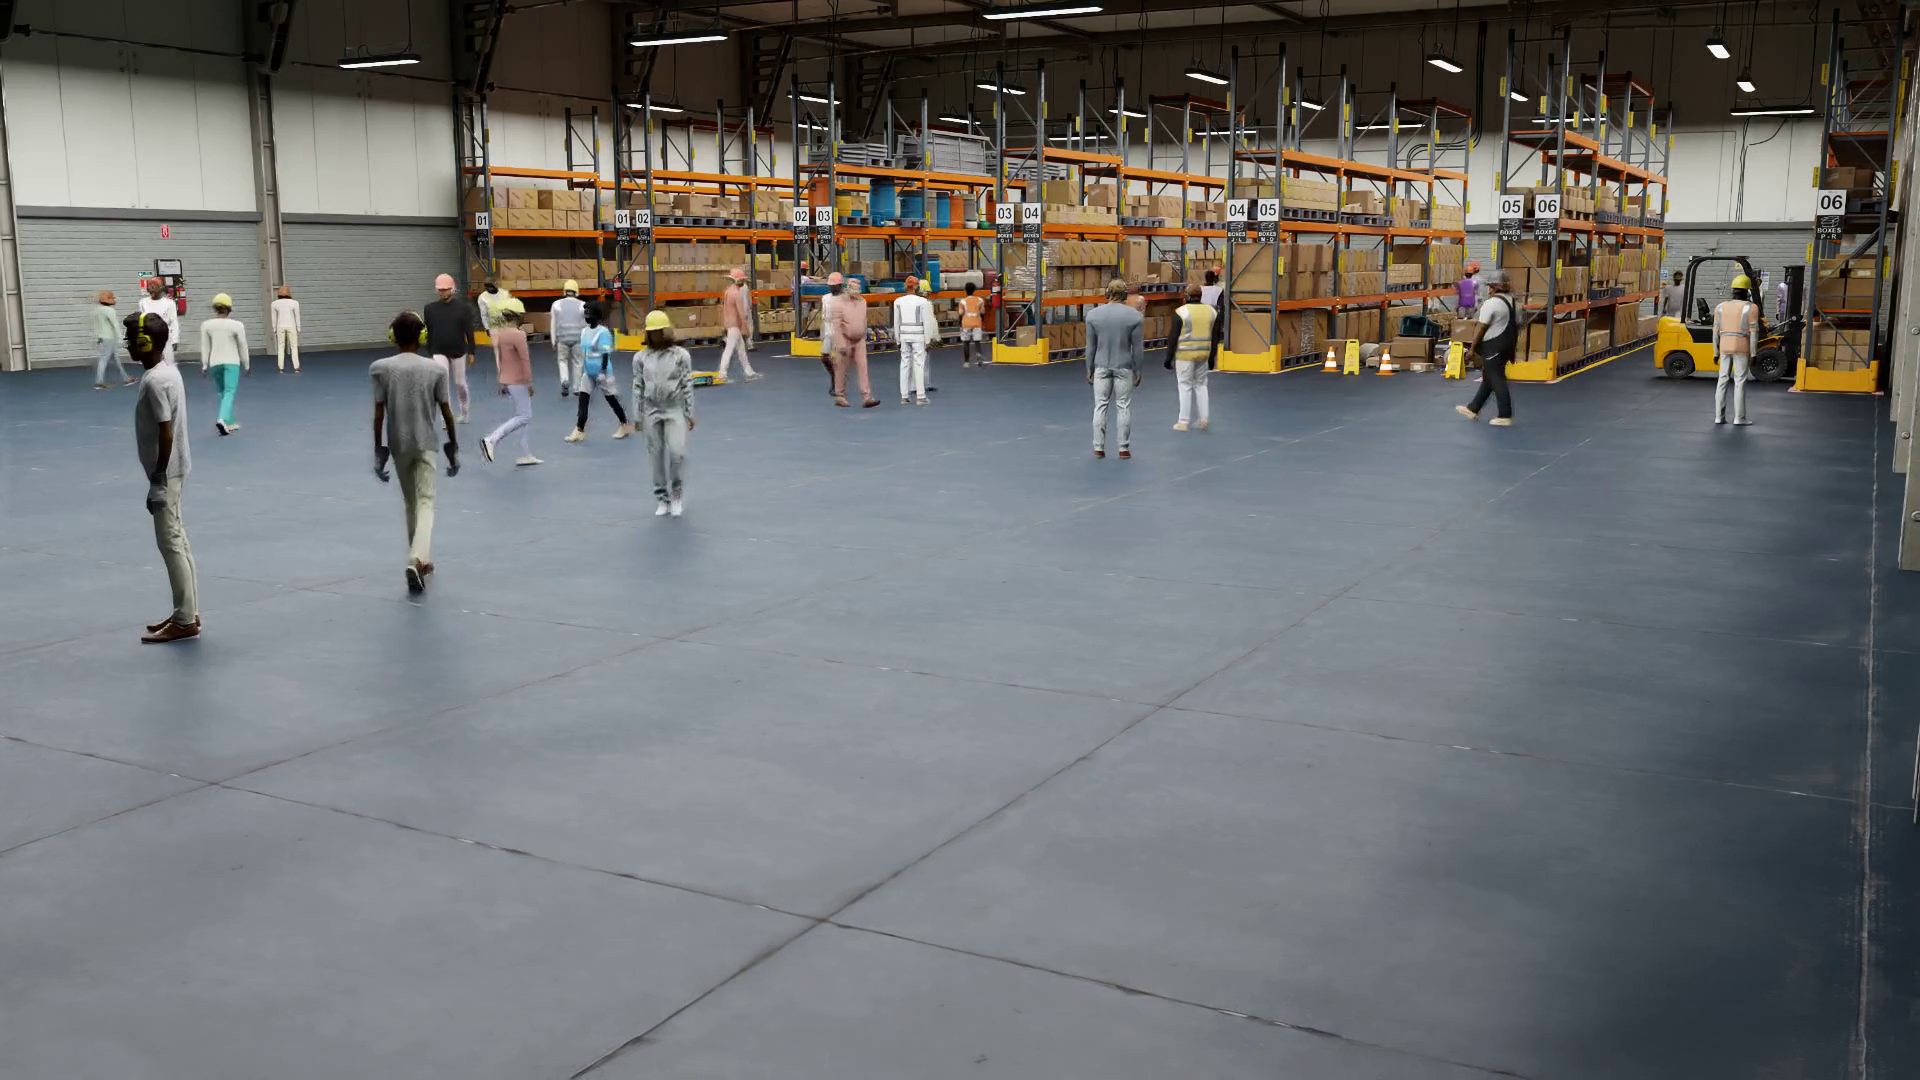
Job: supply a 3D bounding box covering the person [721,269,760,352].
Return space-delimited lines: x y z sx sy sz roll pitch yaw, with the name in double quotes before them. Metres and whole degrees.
"person" -4.997 -5.188 37.698 0.824 1.885 0.645 -6 12 -32

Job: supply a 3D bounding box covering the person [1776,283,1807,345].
"person" 18.462 -5.085 36.974 0.588 1.918 0.397 5 11 28

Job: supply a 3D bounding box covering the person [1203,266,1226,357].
"person" 5.563 -4.982 36.228 0.623 1.973 0.749 4 10 21

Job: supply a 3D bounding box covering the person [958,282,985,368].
"person" 0.224 -4.155 32.195 0.543 1.681 0.476 -2 10 -11

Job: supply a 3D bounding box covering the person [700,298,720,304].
"person" -6.804 -6.540 45.473 0.614 1.936 0.955 8 12 38

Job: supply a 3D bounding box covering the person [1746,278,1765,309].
"person" 19.398 -5.572 40.630 0.513 1.642 0.313 -2 10 -11

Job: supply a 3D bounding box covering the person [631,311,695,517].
"person" -2.486 -1.038 13.852 0.504 1.720 0.575 0 10 0

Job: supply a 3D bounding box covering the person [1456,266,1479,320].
"person" 12.995 -6.057 42.659 0.550 1.917 0.565 5 11 26

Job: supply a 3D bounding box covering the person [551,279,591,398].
"person" -5.940 -3.068 25.447 0.626 1.820 0.418 -2 10 -10

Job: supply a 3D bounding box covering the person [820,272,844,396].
"person" -1.937 -3.189 25.821 0.555 1.925 0.398 5 11 28

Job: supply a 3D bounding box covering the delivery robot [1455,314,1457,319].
"delivery robot" 13.759 -6.024 46.181 0.477 0.478 0.707 -1 10 -6

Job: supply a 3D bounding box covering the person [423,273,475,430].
"person" -6.493 -2.414 21.214 0.622 1.966 0.929 -1 10 -7

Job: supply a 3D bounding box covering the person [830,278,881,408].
"person" -1.519 -2.817 23.861 0.650 1.853 0.930 -7 12 -37

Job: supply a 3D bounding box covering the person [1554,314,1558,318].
"person" 15.636 -6.293 44.084 0.582 1.905 0.714 3 10 16

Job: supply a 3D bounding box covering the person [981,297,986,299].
"person" 0.561 -7.341 51.011 0.507 1.631 0.266 4 11 23

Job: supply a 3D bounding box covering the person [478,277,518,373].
"person" -8.489 -3.922 30.575 0.688 1.787 0.796 -2 10 -13

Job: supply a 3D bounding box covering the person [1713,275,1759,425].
"person" 10.010 -2.442 21.462 0.373 1.928 0.584 -7 12 -37

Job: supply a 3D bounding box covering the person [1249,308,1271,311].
"person" 6.737 -5.105 37.334 0.504 1.823 0.701 5 11 27

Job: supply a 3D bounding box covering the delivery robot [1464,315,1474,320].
"delivery robot" 13.819 -5.919 45.560 0.707 0.478 0.477 -1 10 -8

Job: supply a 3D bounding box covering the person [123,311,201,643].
"person" -4.529 -0.353 9.417 0.316 1.867 0.532 -3 10 -19

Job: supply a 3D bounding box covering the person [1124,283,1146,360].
"person" 3.635 -4.557 34.743 0.522 1.625 0.403 7 12 34

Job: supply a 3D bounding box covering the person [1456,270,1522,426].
"person" 6.848 -2.521 21.598 0.687 2.000 0.990 -9 13 -43

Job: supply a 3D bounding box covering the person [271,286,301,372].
"person" -12.650 -3.954 31.225 0.497 1.627 0.302 -2 10 -12

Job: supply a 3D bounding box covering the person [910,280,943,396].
"person" -0.520 -3.144 25.957 0.775 1.801 0.607 -6 12 -32

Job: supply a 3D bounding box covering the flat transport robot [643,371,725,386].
"flat transport robot" -4.635 -2.688 27.751 0.652 0.197 1.431 6 12 32

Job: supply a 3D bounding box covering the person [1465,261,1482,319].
"person" 14.877 -7.054 48.172 0.617 2.025 0.443 -8 12 -38

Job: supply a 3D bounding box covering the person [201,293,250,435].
"person" -9.032 -2.158 20.399 0.534 1.735 0.853 0 10 0

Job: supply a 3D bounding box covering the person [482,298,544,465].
"person" -4.645 -1.618 17.150 0.617 1.745 0.533 -7 12 -37

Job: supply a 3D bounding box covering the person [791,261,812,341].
"person" -3.870 -5.824 40.933 0.615 2.039 0.382 8 12 38

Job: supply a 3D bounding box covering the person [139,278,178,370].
"person" -12.047 -2.997 24.981 0.610 1.829 0.987 0 10 -1

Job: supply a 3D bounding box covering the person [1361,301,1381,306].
"person" 10.972 -6.307 44.256 0.649 1.873 0.897 6 11 32

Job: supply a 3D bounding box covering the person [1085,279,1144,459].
"person" 1.654 -1.822 17.835 0.627 1.935 0.363 2 10 11

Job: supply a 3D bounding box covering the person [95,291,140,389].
"person" -13.973 -3.311 27.492 0.527 1.592 0.827 8 12 39

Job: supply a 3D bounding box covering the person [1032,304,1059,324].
"person" 1.931 -5.206 37.671 0.630 1.930 0.369 0 10 -1

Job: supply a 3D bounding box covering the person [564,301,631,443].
"person" -4.255 -1.981 19.575 0.543 1.654 0.862 8 13 41

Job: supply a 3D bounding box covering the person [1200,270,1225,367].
"person" 4.953 -4.376 32.915 0.609 1.888 0.808 5 11 25

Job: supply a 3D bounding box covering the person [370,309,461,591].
"person" -3.595 -0.600 10.978 0.525 1.835 0.910 -1 10 -8

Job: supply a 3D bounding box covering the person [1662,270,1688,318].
"person" 16.284 -5.209 37.872 0.540 1.851 0.669 5 11 29

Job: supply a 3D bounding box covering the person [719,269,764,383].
"person" -3.762 -3.669 28.572 0.972 1.945 0.644 -4 11 -24

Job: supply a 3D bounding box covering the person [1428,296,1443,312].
"person" 13.892 -7.117 48.855 0.566 1.917 0.457 6 12 33

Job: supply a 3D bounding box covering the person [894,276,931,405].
"person" -0.690 -2.927 24.427 0.574 1.887 0.356 4 11 24

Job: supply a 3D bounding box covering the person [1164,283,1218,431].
"person" 2.888 -2.272 20.762 0.644 1.838 0.448 -4 11 -24
